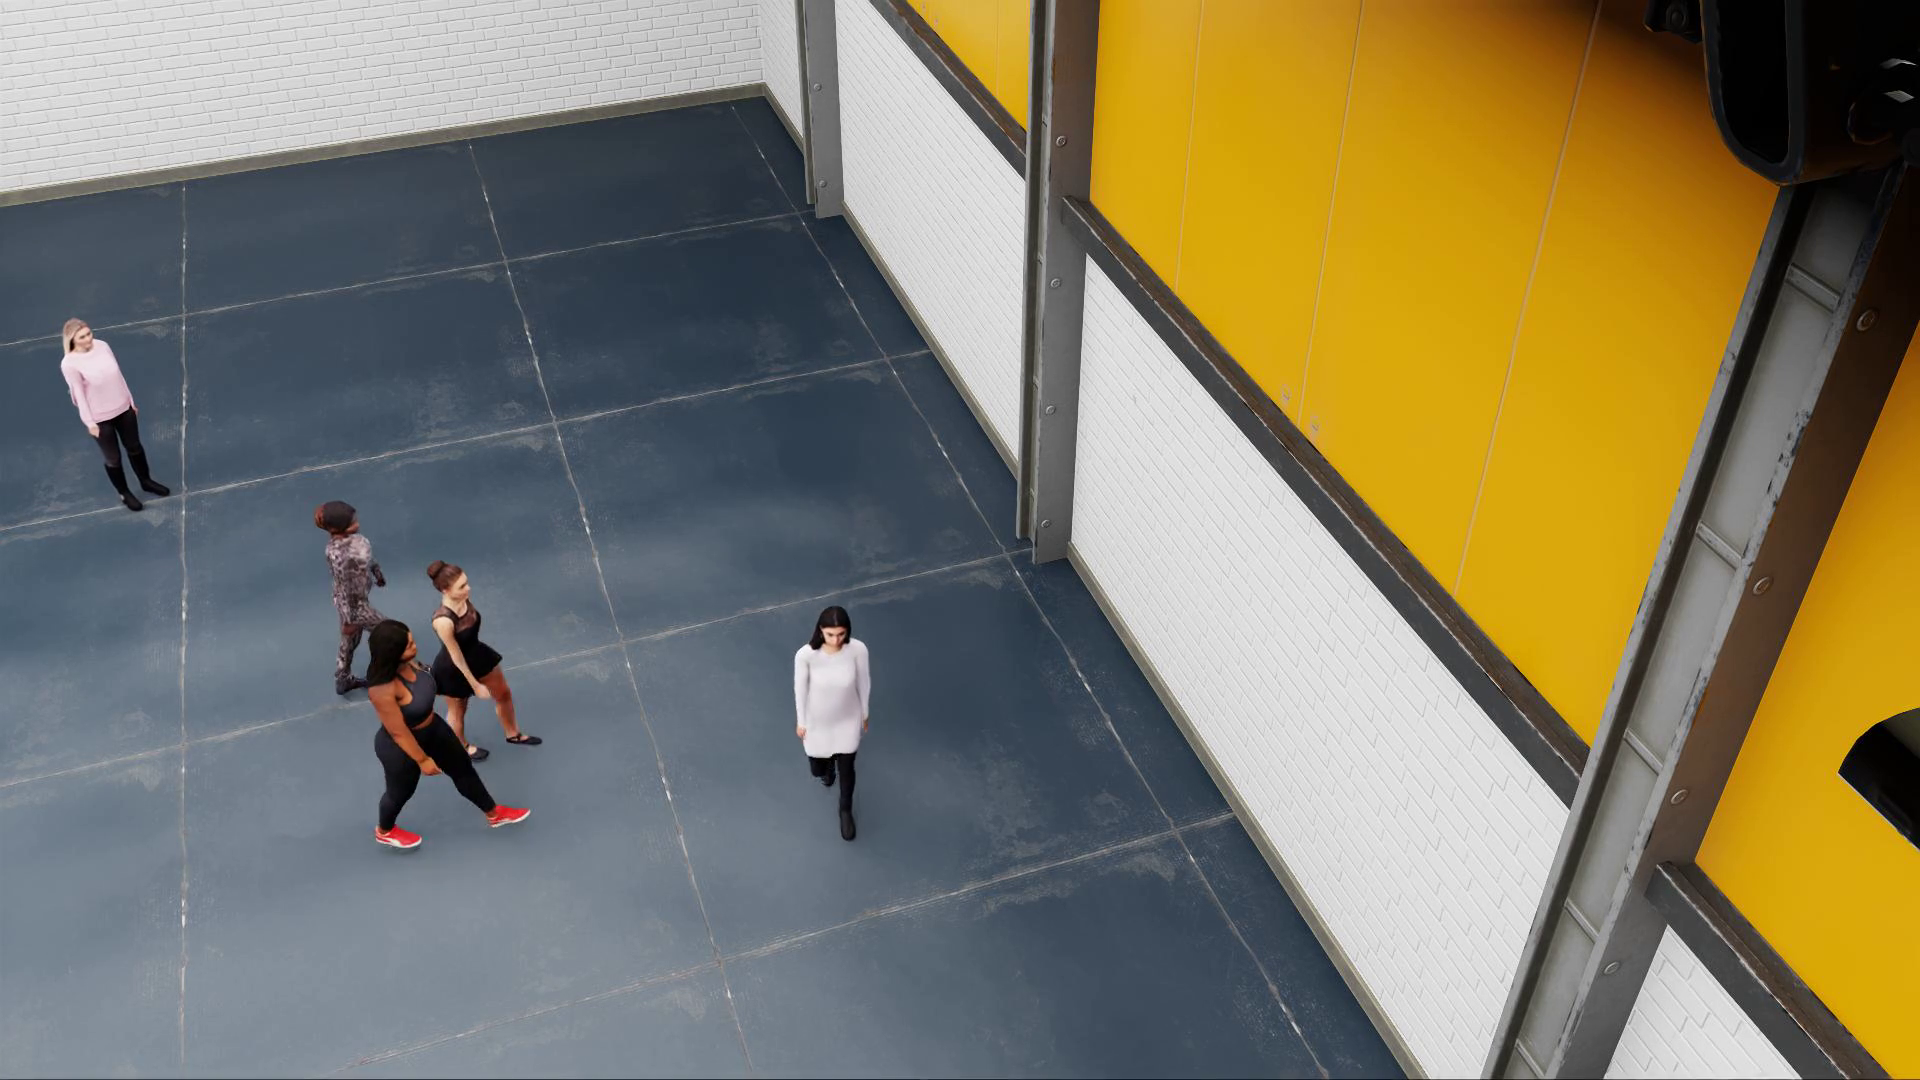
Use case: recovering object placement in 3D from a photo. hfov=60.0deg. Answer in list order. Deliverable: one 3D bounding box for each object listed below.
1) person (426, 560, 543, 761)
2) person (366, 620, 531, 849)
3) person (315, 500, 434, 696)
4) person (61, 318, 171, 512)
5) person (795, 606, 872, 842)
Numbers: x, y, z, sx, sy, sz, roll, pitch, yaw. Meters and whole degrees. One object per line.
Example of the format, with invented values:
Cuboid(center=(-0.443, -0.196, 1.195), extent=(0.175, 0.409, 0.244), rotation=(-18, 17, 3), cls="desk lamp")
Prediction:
Cuboid(center=(-3.278, 0.800, 10.709), extent=(0.863, 1.661, 0.850), rotation=(8, 39, 10), cls="person")
Cuboid(center=(-3.402, 1.235, 10.082), extent=(1.041, 1.764, 1.224), rotation=(1, 39, 1), cls="person")
Cuboid(center=(-4.131, 0.432, 11.161), extent=(0.859, 1.673, 1.000), rotation=(-7, 39, -9), cls="person")
Cuboid(center=(-6.645, -1.001, 12.945), extent=(0.744, 1.686, 0.688), rotation=(17, 42, 21), cls="person")
Cuboid(center=(-0.780, 1.051, 10.289), extent=(0.719, 1.794, 0.880), rotation=(-6, 39, -7), cls="person")
